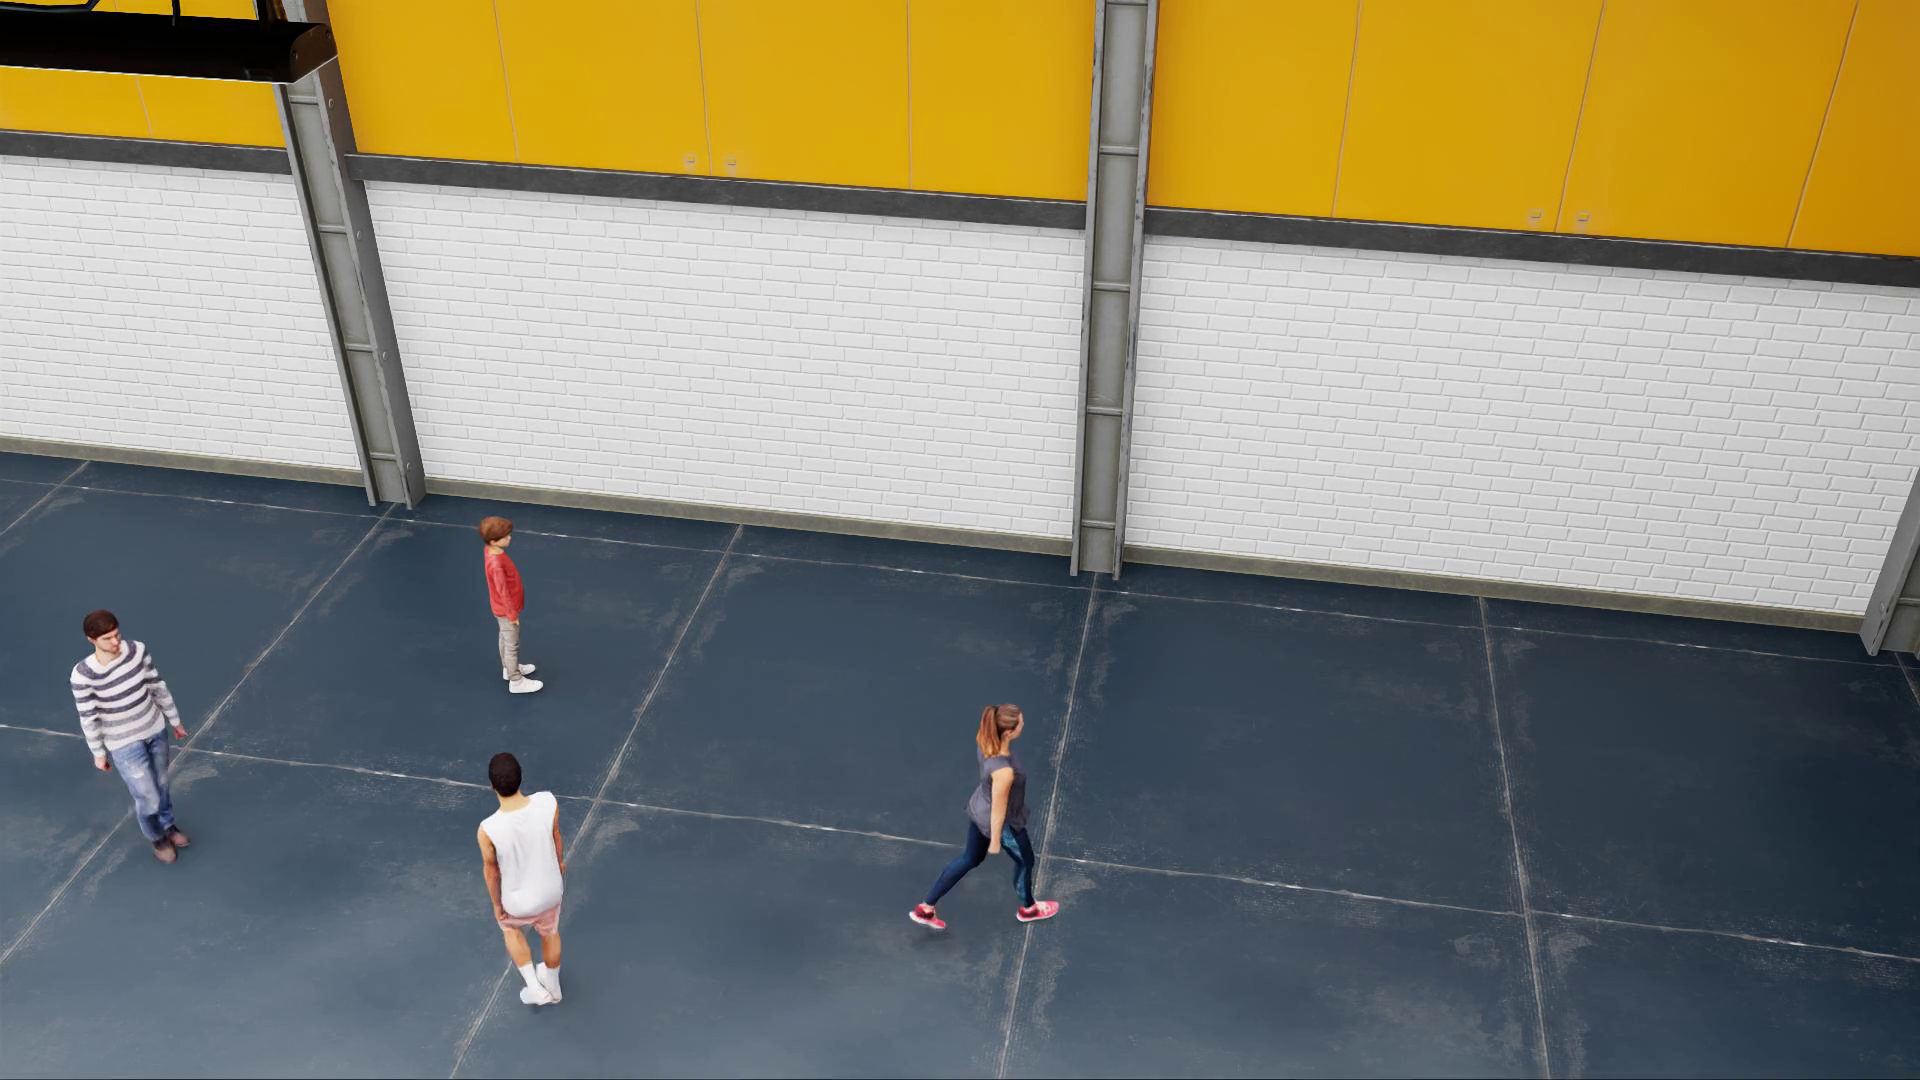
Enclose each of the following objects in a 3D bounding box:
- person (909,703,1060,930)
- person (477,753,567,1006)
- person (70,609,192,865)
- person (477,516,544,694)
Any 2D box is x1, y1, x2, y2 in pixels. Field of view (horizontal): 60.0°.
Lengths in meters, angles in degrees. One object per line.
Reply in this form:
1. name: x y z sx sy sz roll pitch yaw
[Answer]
1. person: 0.118 1.668 9.668 1.224 1.686 0.935 -11 35 -16
2. person: -2.347 1.948 9.163 0.794 1.778 0.856 -20 38 -27
3. person: -5.156 1.173 10.275 0.780 1.838 0.778 19 38 26
4. person: -3.219 0.447 11.747 0.613 1.417 0.588 -13 36 -19
